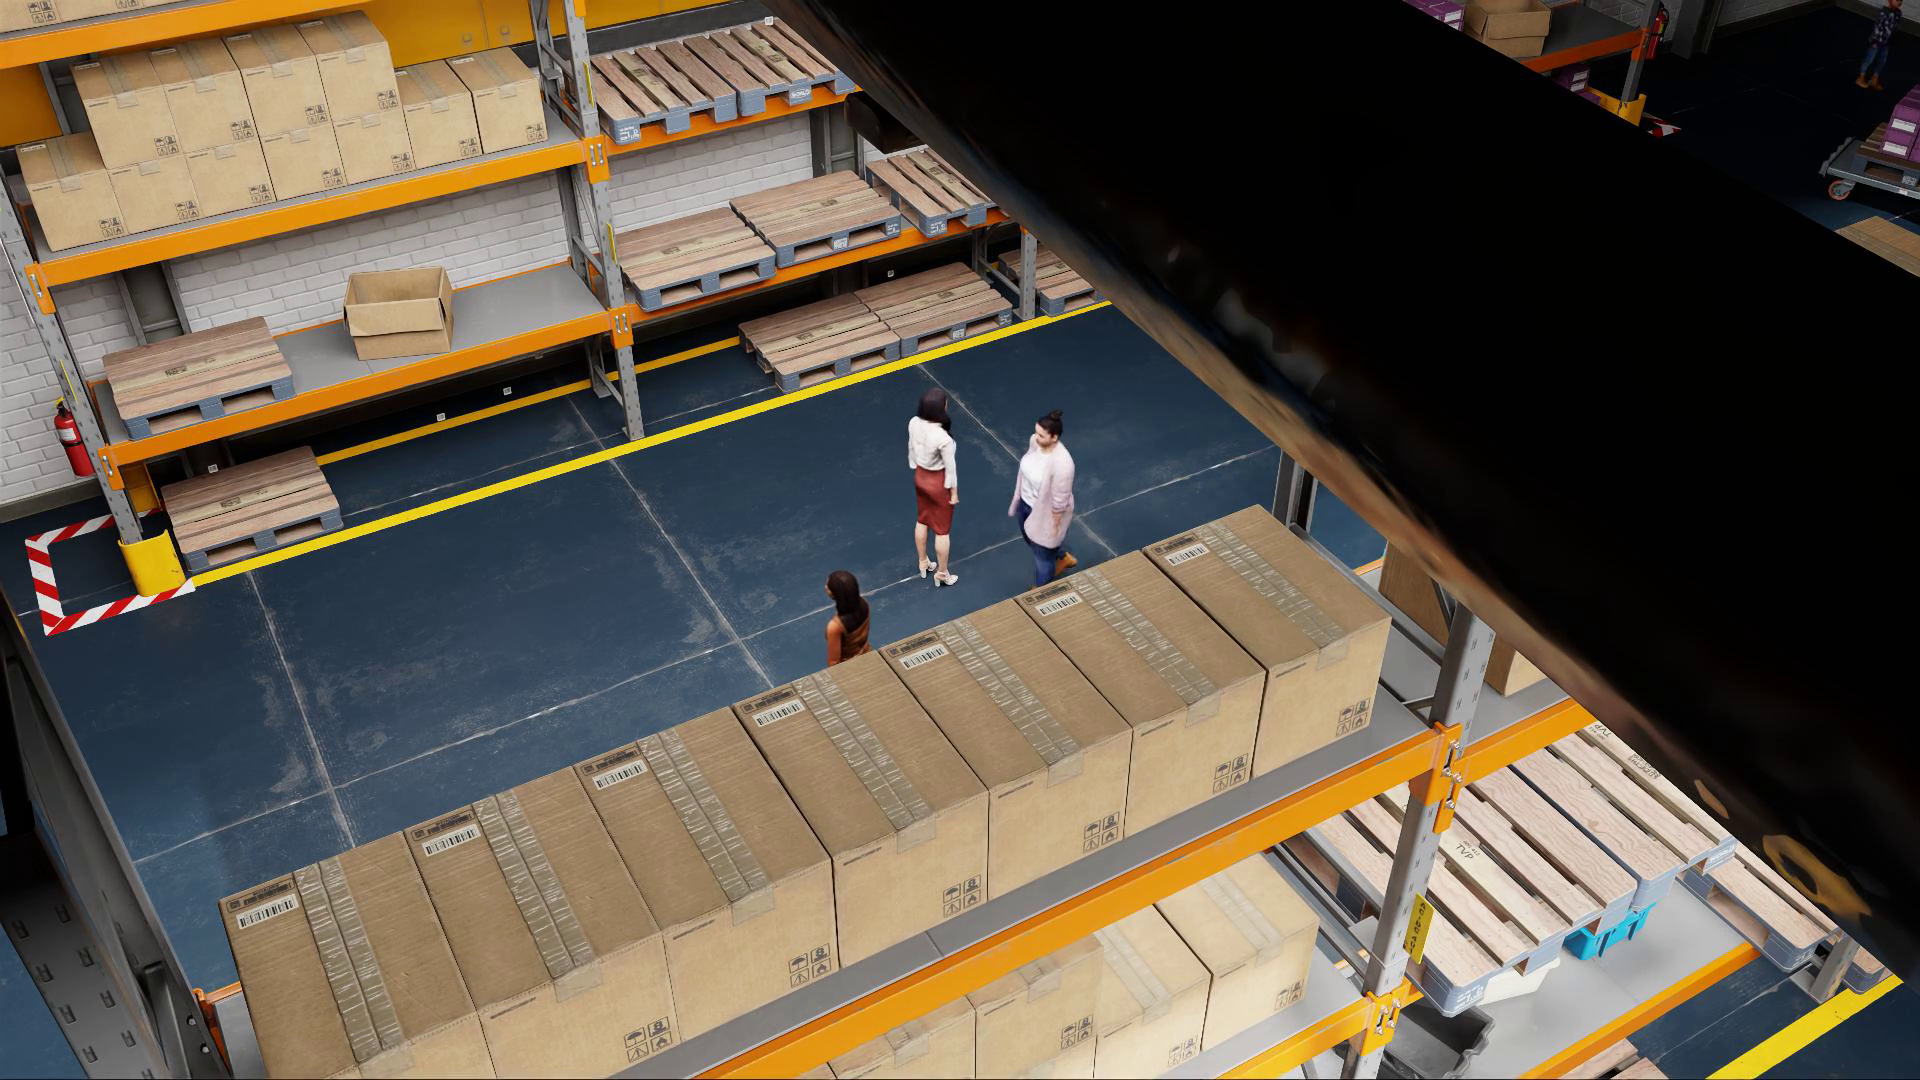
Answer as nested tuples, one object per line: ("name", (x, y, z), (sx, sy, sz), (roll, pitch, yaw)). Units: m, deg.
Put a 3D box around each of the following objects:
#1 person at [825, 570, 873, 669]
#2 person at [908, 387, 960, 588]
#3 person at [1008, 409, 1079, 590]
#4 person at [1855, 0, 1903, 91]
("person", (-0.708, 0.867, 10.908), (0.705, 1.684, 0.608), (19, 42, 22))
("person", (-0.190, -0.392, 12.431), (0.592, 1.750, 0.644), (-31, 48, -33))
("person", (0.677, -0.268, 12.285), (0.852, 1.738, 0.799), (-14, 41, -17))
("person", (10.992, -6.031, 19.902), (0.576, 1.239, 0.638), (-6, 39, -8))
